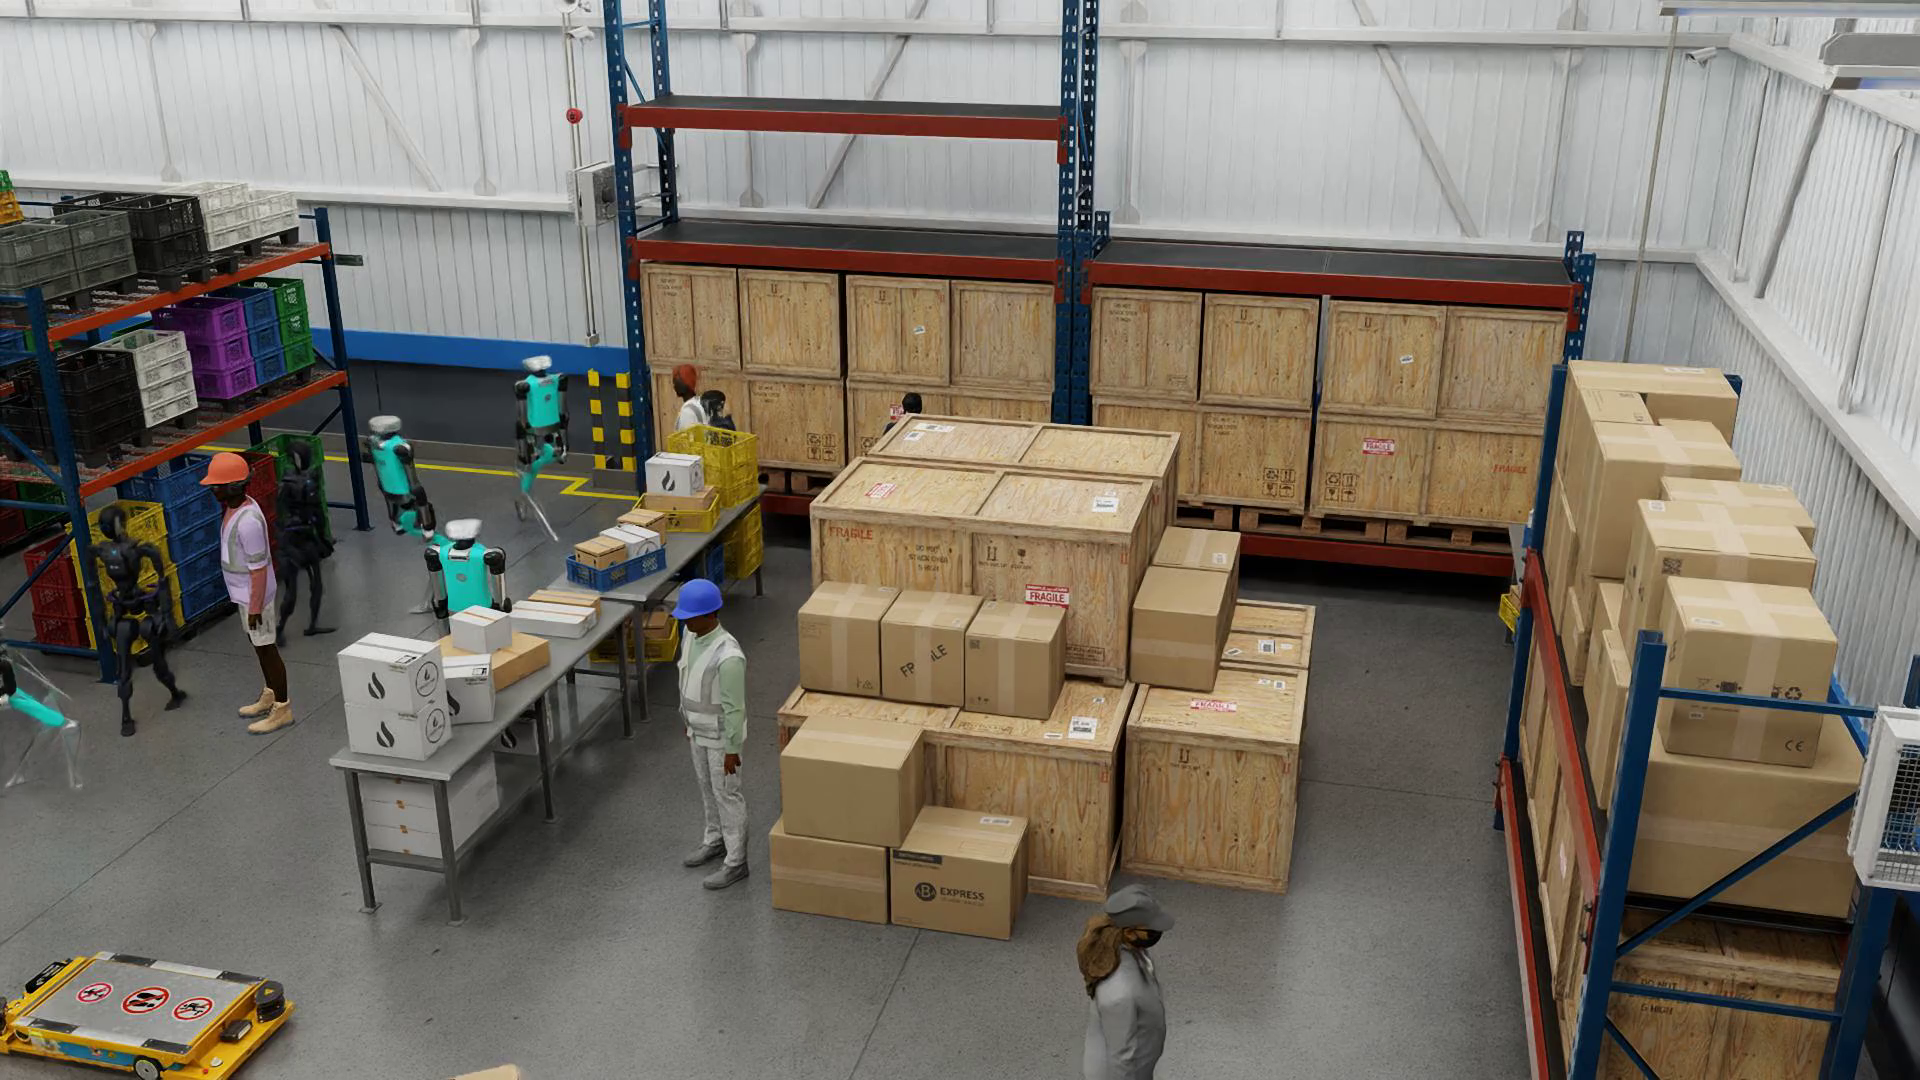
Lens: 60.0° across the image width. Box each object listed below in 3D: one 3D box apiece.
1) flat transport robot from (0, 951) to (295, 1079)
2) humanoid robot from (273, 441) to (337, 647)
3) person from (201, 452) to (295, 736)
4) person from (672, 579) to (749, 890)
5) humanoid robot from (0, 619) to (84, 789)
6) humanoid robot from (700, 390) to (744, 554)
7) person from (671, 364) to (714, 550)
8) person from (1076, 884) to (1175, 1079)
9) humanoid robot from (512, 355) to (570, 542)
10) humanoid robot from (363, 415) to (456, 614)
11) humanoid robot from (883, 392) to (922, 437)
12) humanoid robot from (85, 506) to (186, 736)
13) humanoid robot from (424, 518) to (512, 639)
[{"bbox_3d":[-4.270,2.464,8.601,1.431,0.231,0.659,5,22,13],"label":"flat transport robot"},{"bbox_3d":[-5.225,0.009,13.061,0.486,1.645,0.613,6,22,15],"label":"humanoid robot"},{"bbox_3d":[-4.964,0.367,11.604,0.367,2.044,0.607,-12,24,-29],"label":"person"},{"bbox_3d":[-1.457,1.120,9.785,0.407,1.940,0.603,-13,25,-31],"label":"person"},{"bbox_3d":[-6.053,0.847,10.849,0.796,1.806,0.531,-14,25,-33],"label":"humanoid robot"},{"bbox_3d":[-1.981,-0.510,14.433,0.452,1.638,0.597,-8,22,-21],"label":"humanoid robot"},{"bbox_3d":[-2.364,-0.614,14.399,0.463,1.877,0.588,3,21,8],"label":"person"},{"bbox_3d":[0.680,2.239,7.083,0.398,1.769,0.570,2,21,6],"label":"person"},{"bbox_3d":[-4.006,-0.893,15.347,0.935,1.768,0.541,19,28,40],"label":"humanoid robot"},{"bbox_3d":[-4.315,-0.209,13.548,0.599,1.783,0.821,15,25,34],"label":"humanoid robot"},{"bbox_3d":[-0.413,-0.456,14.246,0.599,1.657,0.315,6,22,15],"label":"humanoid robot"},{"bbox_3d":[-5.817,0.532,11.746,0.586,1.651,0.618,-2,21,-5],"label":"humanoid robot"},{"bbox_3d":[-3.219,0.572,11.311,0.533,1.673,0.735,2,21,5],"label":"humanoid robot"}]
